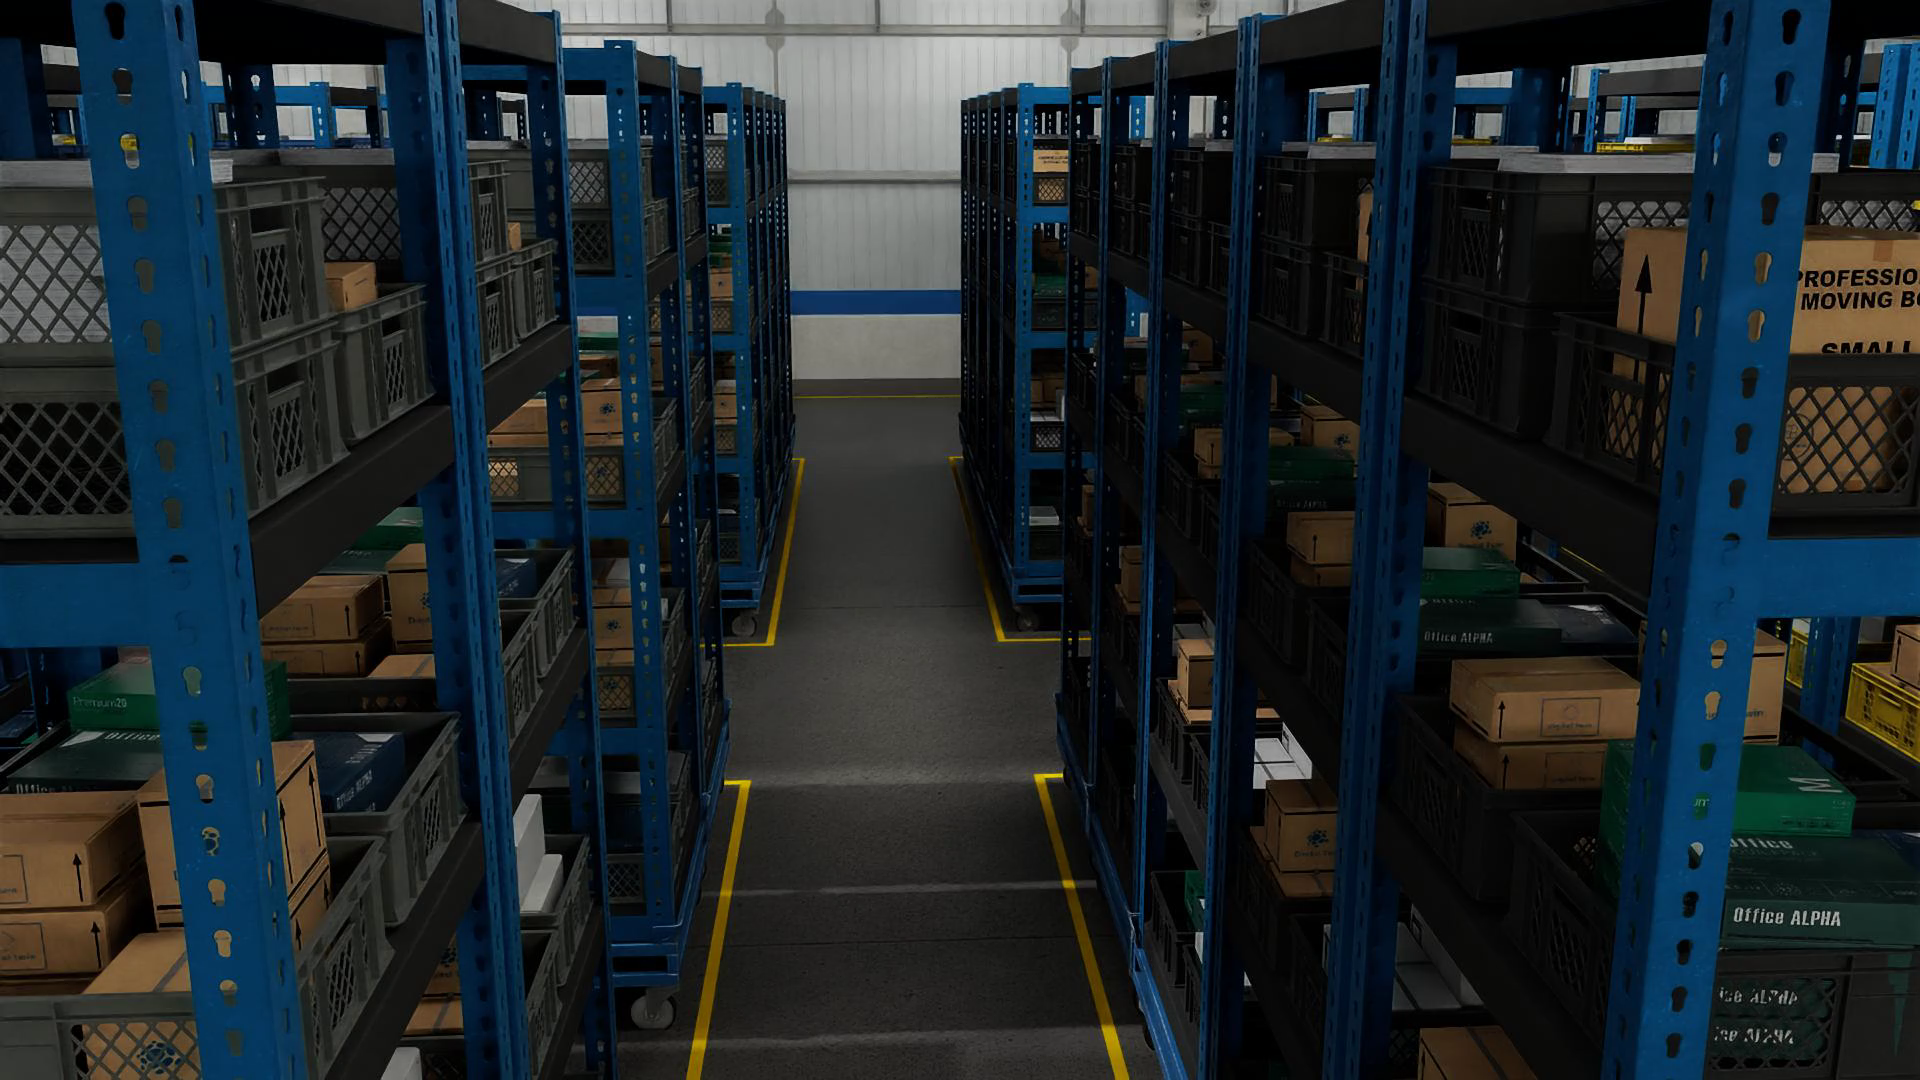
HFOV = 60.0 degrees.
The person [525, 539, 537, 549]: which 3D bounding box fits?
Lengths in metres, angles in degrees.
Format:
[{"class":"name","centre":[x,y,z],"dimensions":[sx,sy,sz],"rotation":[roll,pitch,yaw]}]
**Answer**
[{"class":"person","centre":[-2.658,-0.161,10.717],"dimensions":[0.492,1.820,0.580],"rotation":[12,18,41]}]
